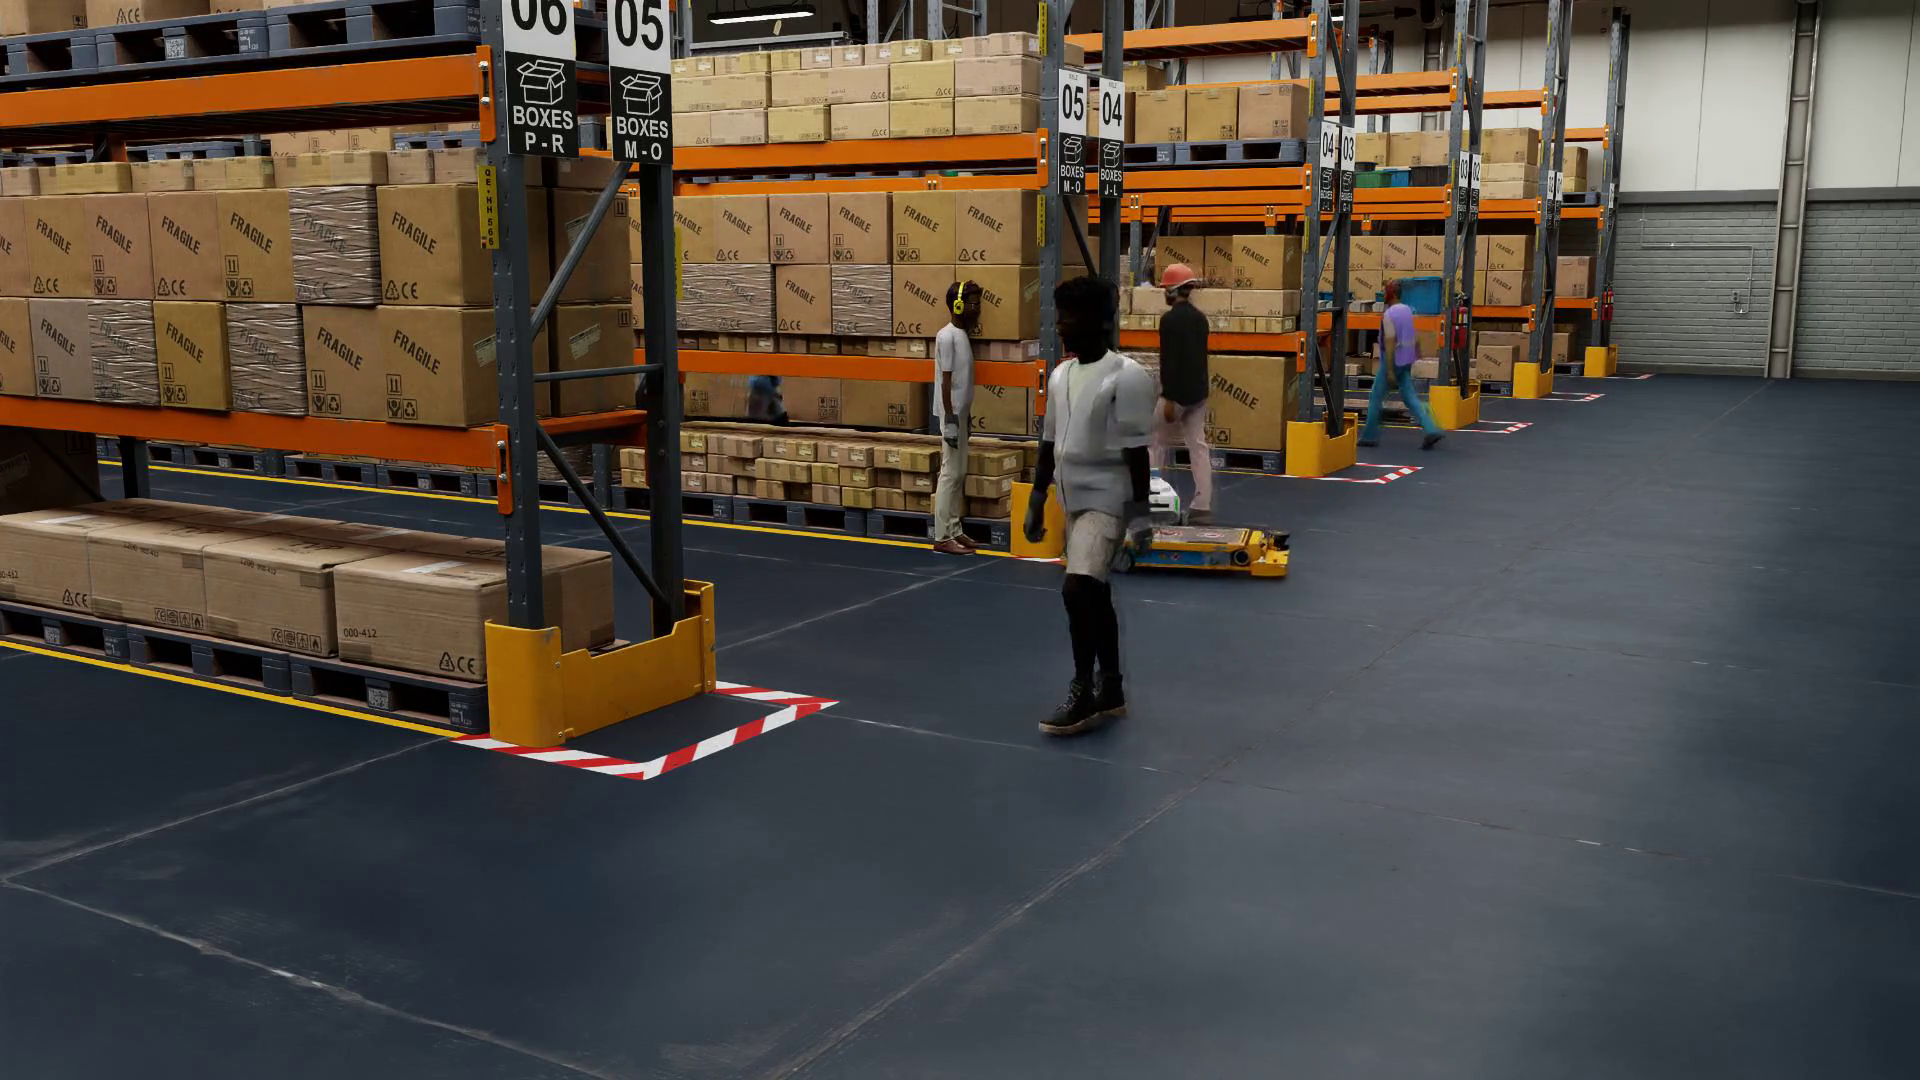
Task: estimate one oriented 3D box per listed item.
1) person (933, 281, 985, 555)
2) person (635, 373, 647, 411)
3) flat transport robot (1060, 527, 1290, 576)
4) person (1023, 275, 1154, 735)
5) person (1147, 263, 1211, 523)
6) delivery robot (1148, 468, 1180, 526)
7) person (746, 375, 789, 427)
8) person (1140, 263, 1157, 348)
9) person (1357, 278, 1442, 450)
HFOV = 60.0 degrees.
[{"bbox_3d":[-0.011,-0.827,11.368,0.333,1.860,0.510,2,10,14],"label":"person"},{"bbox_3d":[-3.201,-1.864,16.966,0.829,2.023,0.606,2,10,12],"label":"person"},{"bbox_3d":[1.413,0.053,10.845,1.431,0.197,0.652,2,10,13],"label":"flat transport robot"},{"bbox_3d":[0.474,-0.145,7.102,0.703,1.942,0.652,-5,11,-29],"label":"person"},{"bbox_3d":[1.615,-1.121,12.757,0.849,1.961,0.654,9,13,41],"label":"person"},{"bbox_3d":[1.333,-0.260,11.574,0.477,0.478,0.707,0,10,2],"label":"delivery robot"},{"bbox_3d":[-1.842,-1.412,15.375,0.833,1.653,0.548,1,10,6],"label":"person"},{"bbox_3d":[2.833,-3.085,24.370,0.584,1.921,0.626,9,13,43],"label":"person"},{"bbox_3d":[4.621,-1.848,17.497,0.947,1.811,0.566,9,13,42],"label":"person"}]
